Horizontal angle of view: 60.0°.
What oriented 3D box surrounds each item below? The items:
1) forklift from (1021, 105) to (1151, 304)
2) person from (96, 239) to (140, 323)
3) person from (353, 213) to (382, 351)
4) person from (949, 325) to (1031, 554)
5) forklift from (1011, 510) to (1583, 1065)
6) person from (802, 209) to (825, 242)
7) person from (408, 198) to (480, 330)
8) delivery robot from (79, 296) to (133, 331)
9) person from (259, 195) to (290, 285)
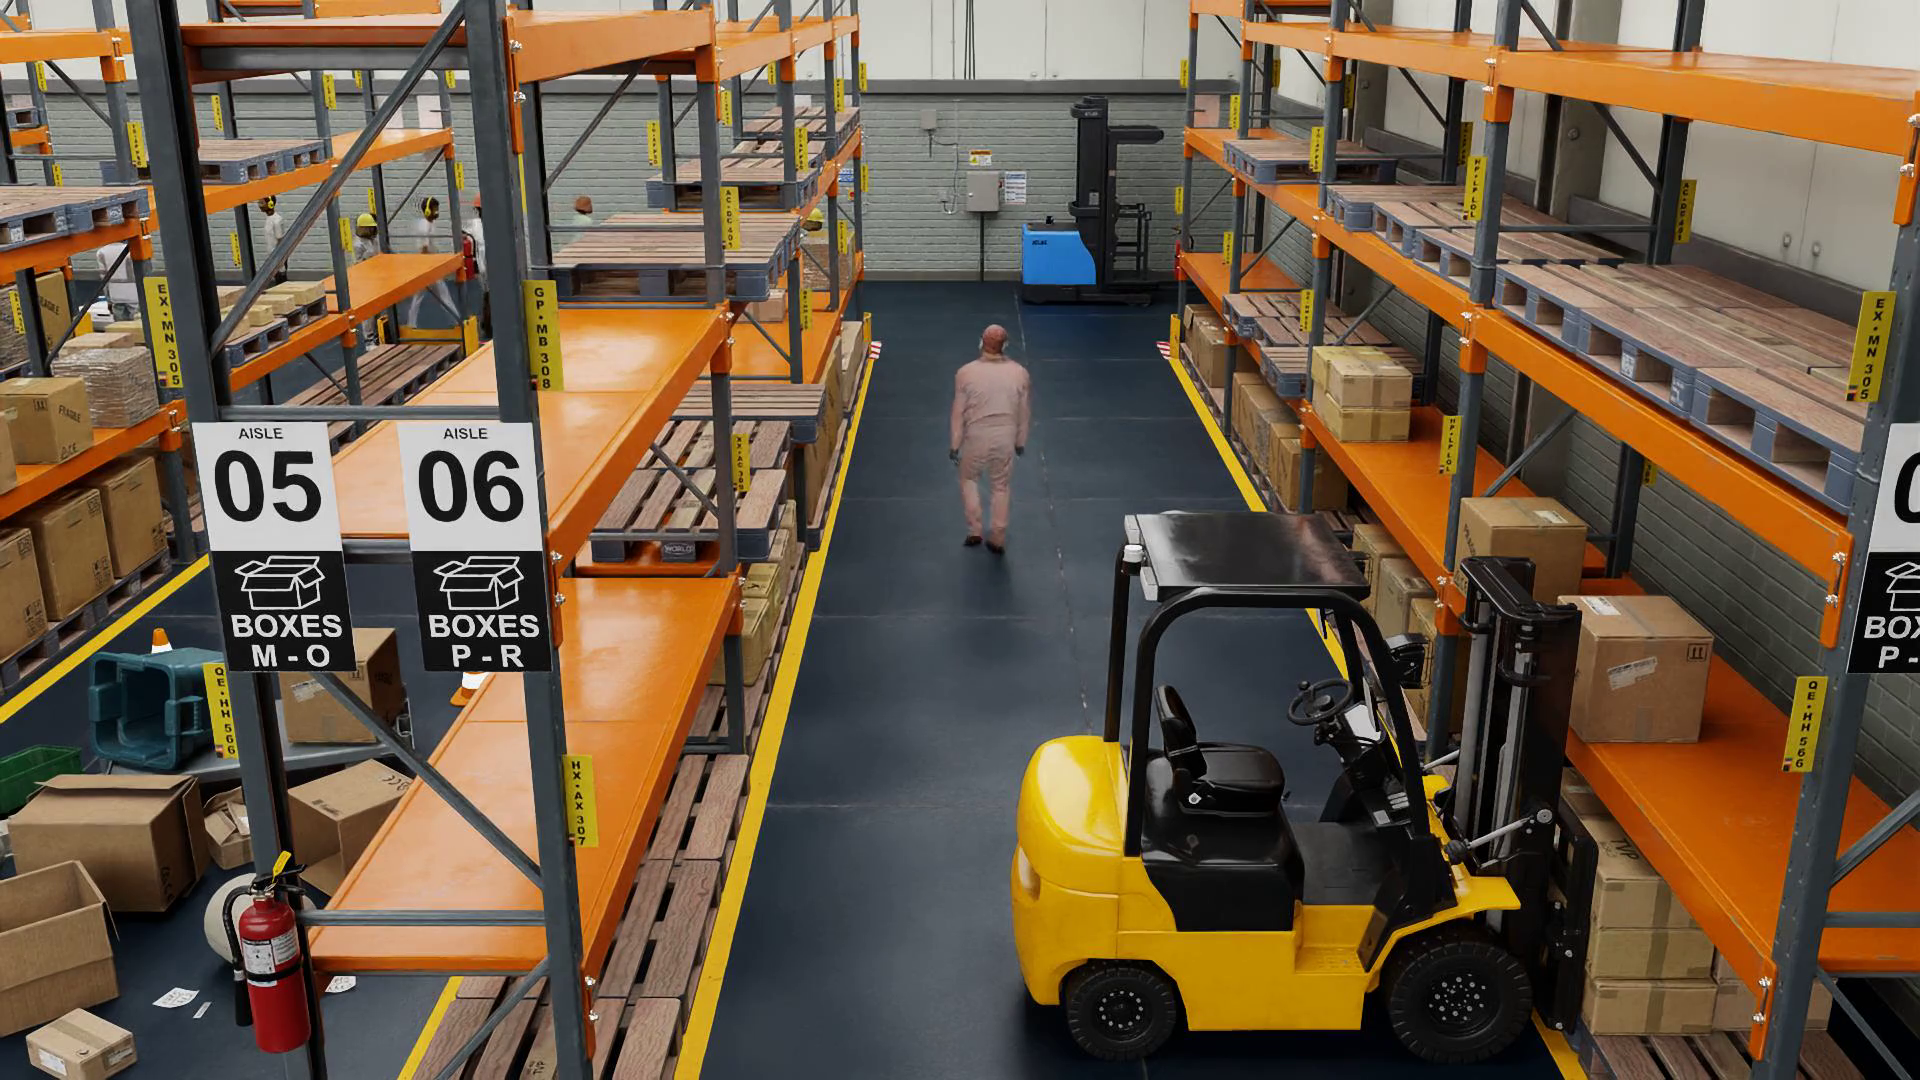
[{"bbox_3d":[1.857,-4.944,24.441,1.873,2.768,1.129,0,18,0],"label":"forklift"},{"bbox_3d":[-9.825,-2.863,19.651,0.548,1.929,0.386,2,18,5],"label":"person"},{"bbox_3d":[-7.485,-3.282,21.198,0.295,1.744,0.489,3,19,10],"label":"person"},{"bbox_3d":[0.219,-0.814,13.525,0.701,1.875,0.461,-5,19,-15],"label":"person"},{"bbox_3d":[1.387,1.055,7.378,2.313,2.155,1.214,0,18,0],"label":"forklift"},{"bbox_3d":[-1.905,-3.471,21.794,0.323,1.730,0.491,0,18,1],"label":"person"},{"bbox_3d":[-7.003,-3.646,22.195,0.985,1.802,0.482,-9,20,-25],"label":"person"},{"bbox_3d":[-11.307,-2.975,21.985,0.707,0.478,0.477,4,19,13],"label":"delivery robot"},{"bbox_3d":[-9.252,-3.790,22.559,0.324,1.862,0.513,-12,22,-32],"label":"person"}]
